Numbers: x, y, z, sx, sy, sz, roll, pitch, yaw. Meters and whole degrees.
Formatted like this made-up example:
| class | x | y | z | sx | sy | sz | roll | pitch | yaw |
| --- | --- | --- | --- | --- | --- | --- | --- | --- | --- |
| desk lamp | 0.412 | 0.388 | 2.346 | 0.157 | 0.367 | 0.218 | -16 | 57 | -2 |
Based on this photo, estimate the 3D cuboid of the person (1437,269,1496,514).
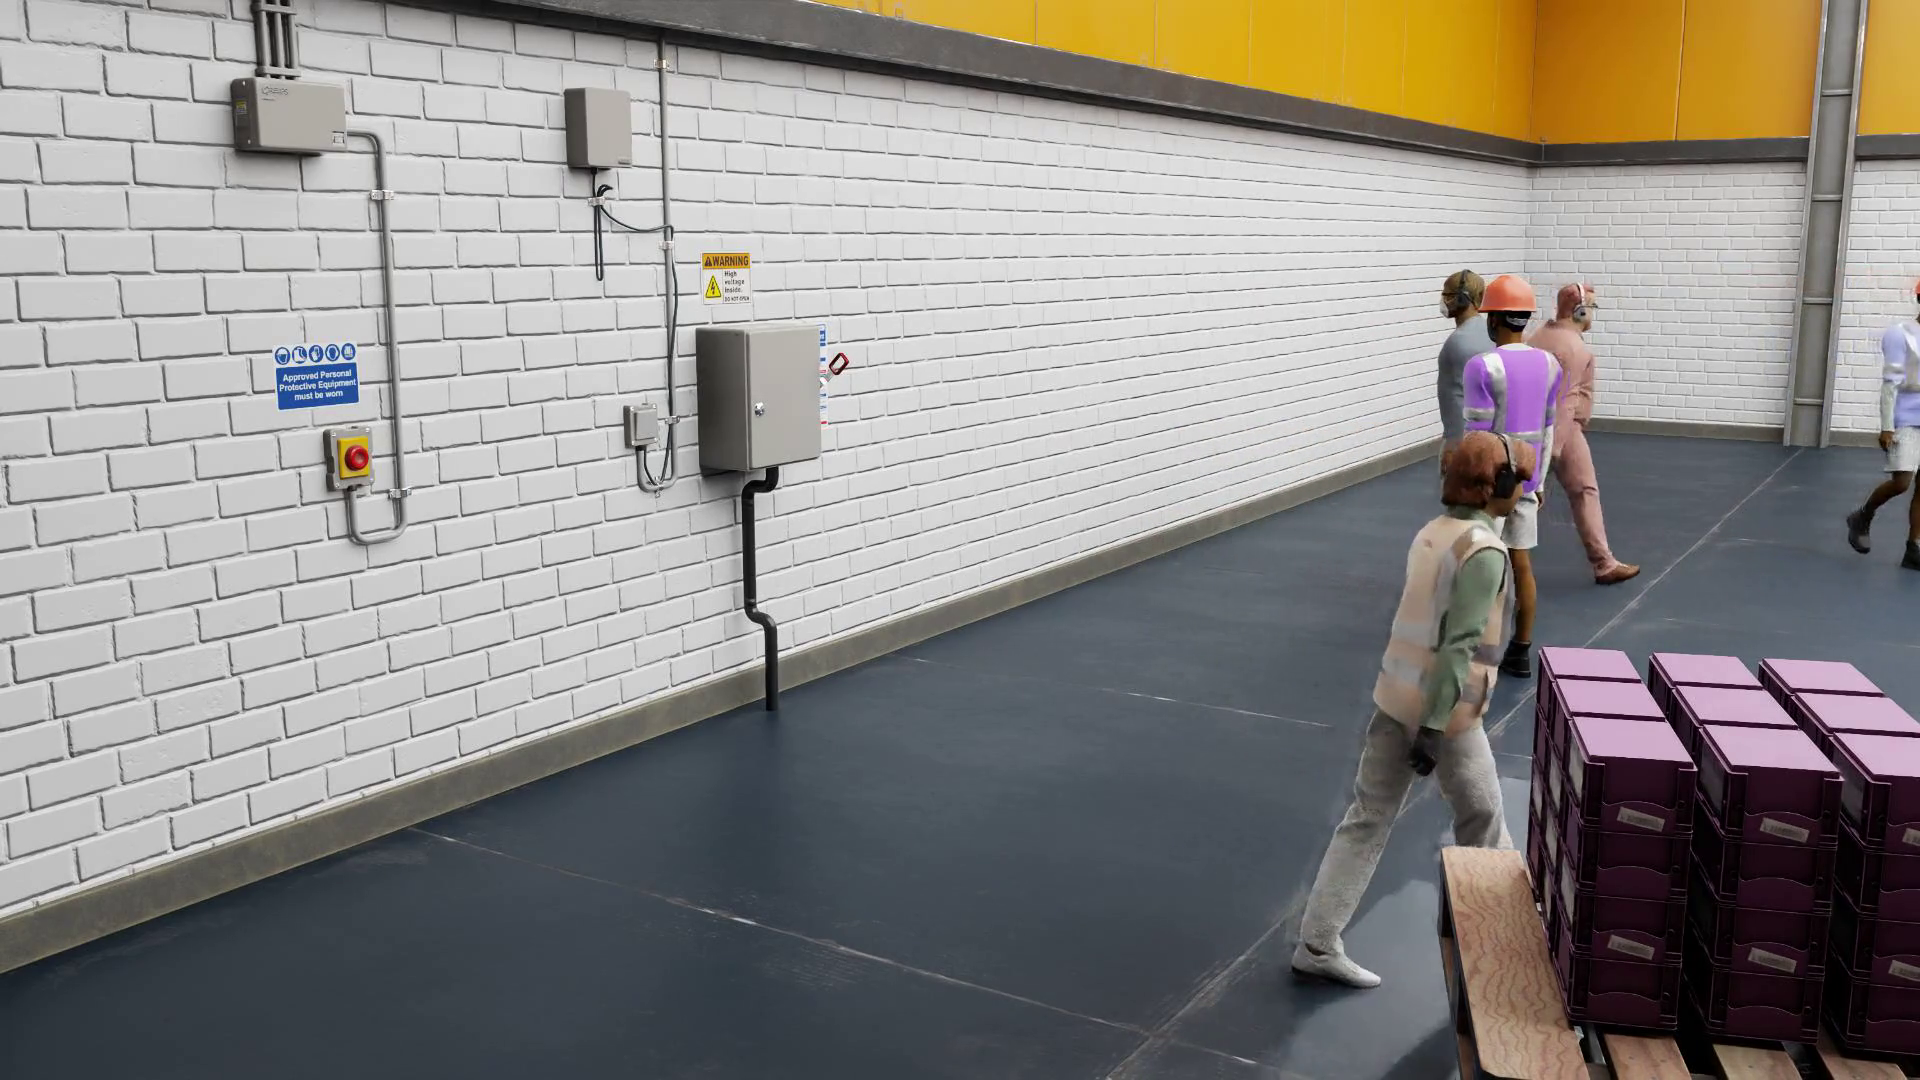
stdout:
| class | x | y | z | sx | sy | sz | roll | pitch | yaw |
| --- | --- | --- | --- | --- | --- | --- | --- | --- | --- |
| person | 2.878 | -0.569 | 9.506 | 0.356 | 1.936 | 0.634 | 5 | 11 | 25 |

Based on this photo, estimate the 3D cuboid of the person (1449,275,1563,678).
| class | x | y | z | sx | sy | sz | roll | pitch | yaw |
| --- | --- | --- | --- | --- | --- | --- | --- | --- | --- |
| person | 2.561 | -0.282 | 7.916 | 0.551 | 1.936 | 0.356 | -5 | 11 | -26 |

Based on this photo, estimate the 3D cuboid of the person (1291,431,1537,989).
| class | x | y | z | sx | sy | sz | roll | pitch | yaw |
| --- | --- | --- | --- | --- | --- | --- | --- | --- | --- |
| person | 1.357 | 0.486 | 4.654 | 0.912 | 1.566 | 0.522 | -2 | 10 | -8 |

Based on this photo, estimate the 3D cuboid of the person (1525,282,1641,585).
| class | x | y | z | sx | sy | sz | roll | pitch | yaw |
| --- | --- | --- | --- | --- | --- | --- | --- | --- | --- |
| person | 3.630 | -0.632 | 10.115 | 1.028 | 1.849 | 0.637 | -2 | 10 | -10 |

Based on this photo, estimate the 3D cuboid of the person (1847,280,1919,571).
| class | x | y | z | sx | sy | sz | roll | pitch | yaw |
| --- | --- | --- | --- | --- | --- | --- | --- | --- | --- |
| person | 6.078 | -0.765 | 10.623 | 0.571 | 1.924 | 0.600 | -3 | 11 | -15 |
